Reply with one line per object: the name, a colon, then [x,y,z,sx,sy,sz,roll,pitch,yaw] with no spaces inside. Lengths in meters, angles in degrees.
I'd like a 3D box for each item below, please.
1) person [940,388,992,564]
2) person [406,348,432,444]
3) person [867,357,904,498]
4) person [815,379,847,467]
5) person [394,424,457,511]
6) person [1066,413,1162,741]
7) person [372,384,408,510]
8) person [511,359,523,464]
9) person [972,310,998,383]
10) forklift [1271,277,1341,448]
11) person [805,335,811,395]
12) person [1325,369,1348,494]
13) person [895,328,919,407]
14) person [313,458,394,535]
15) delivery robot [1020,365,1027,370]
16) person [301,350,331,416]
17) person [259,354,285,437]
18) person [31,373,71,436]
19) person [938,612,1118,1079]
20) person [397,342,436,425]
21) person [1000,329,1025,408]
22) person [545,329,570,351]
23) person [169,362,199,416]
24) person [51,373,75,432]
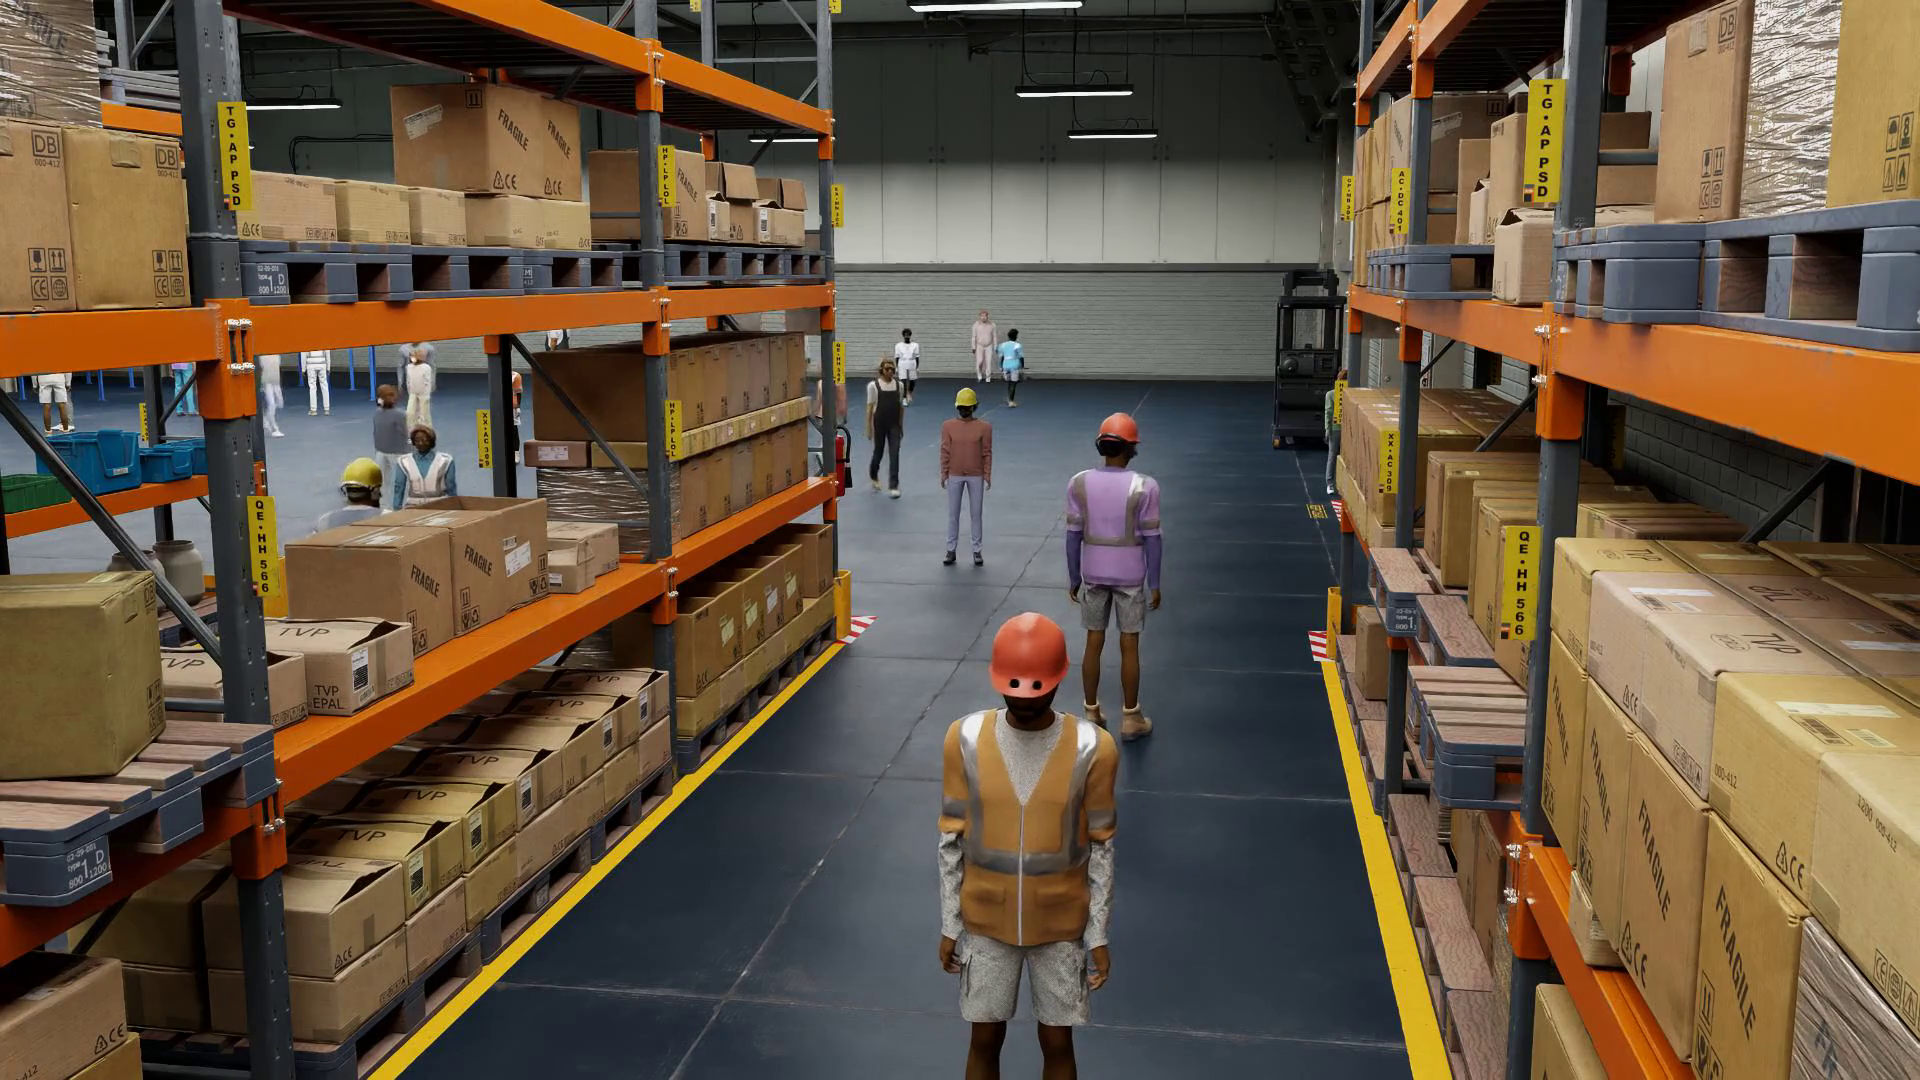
person: [0.059,-0.639,16.625,0.522,1.761,0.327,1,9,5]
person: [-9.140,-2.410,27.988,0.507,1.607,0.681,2,9,14]
person: [-0.985,-1.492,21.735,0.511,1.822,0.815,-3,10,-18]
person: [-1.908,-1.809,24.258,0.526,1.610,0.592,7,12,38]
person: [-4.657,-0.224,14.539,0.525,1.604,0.800,-1,9,-8]
person: [0.979,0.221,10.454,0.615,2.038,0.396,4,10,24]
person: [-6.619,-1.024,19.465,0.504,1.612,0.704,4,10,25]
person: [-6.889,-2.000,25.217,0.532,1.695,0.319,2,9,10]
person: [0.647,-5.048,43.418,0.667,1.888,0.423,0,9,1]
forklift: [5.847,-3.016,27.970,1.129,2.768,1.873,1,9,9]
person: [-3.676,-4.344,38.973,0.552,1.918,0.586,-7,12,-37]
person: [5.027,-1.422,21.843,0.500,1.633,0.282,-2,9,-9]
person: [-1.148,-3.741,36.005,0.538,1.685,0.442,-1,9,-9]
person: [-3.540,0.396,10.127,0.609,1.797,0.863,1,9,6]
delivery robot: [1.488,-4.611,43.872,0.335,0.223,0.698,8,12,41]
person: [-13.056,-3.473,33.719,0.572,1.884,0.356,-6,11,-35]
person: [-12.215,-2.757,29.399,0.551,1.856,0.516,6,11,32]
person: [-15.531,-2.689,28.428,0.605,2.034,0.388,-5,10,-27]
person: [0.197,1.157,5.029,0.542,1.928,0.375,1,9,7]
person: [-9.713,-2.823,29.710,0.650,1.879,1.034,-1,9,-8]
person: [1.168,-3.696,35.740,0.548,1.675,0.653,6,11,32]
person: [-9.565,-4.453,39.414,0.536,2.000,0.675,3,10,19]
person: [-15.651,-3.416,33.484,0.573,1.844,0.376,1,9,8]
person: [-16.502,-2.953,30.441,0.395,1.912,0.640,-9,13,-43]
